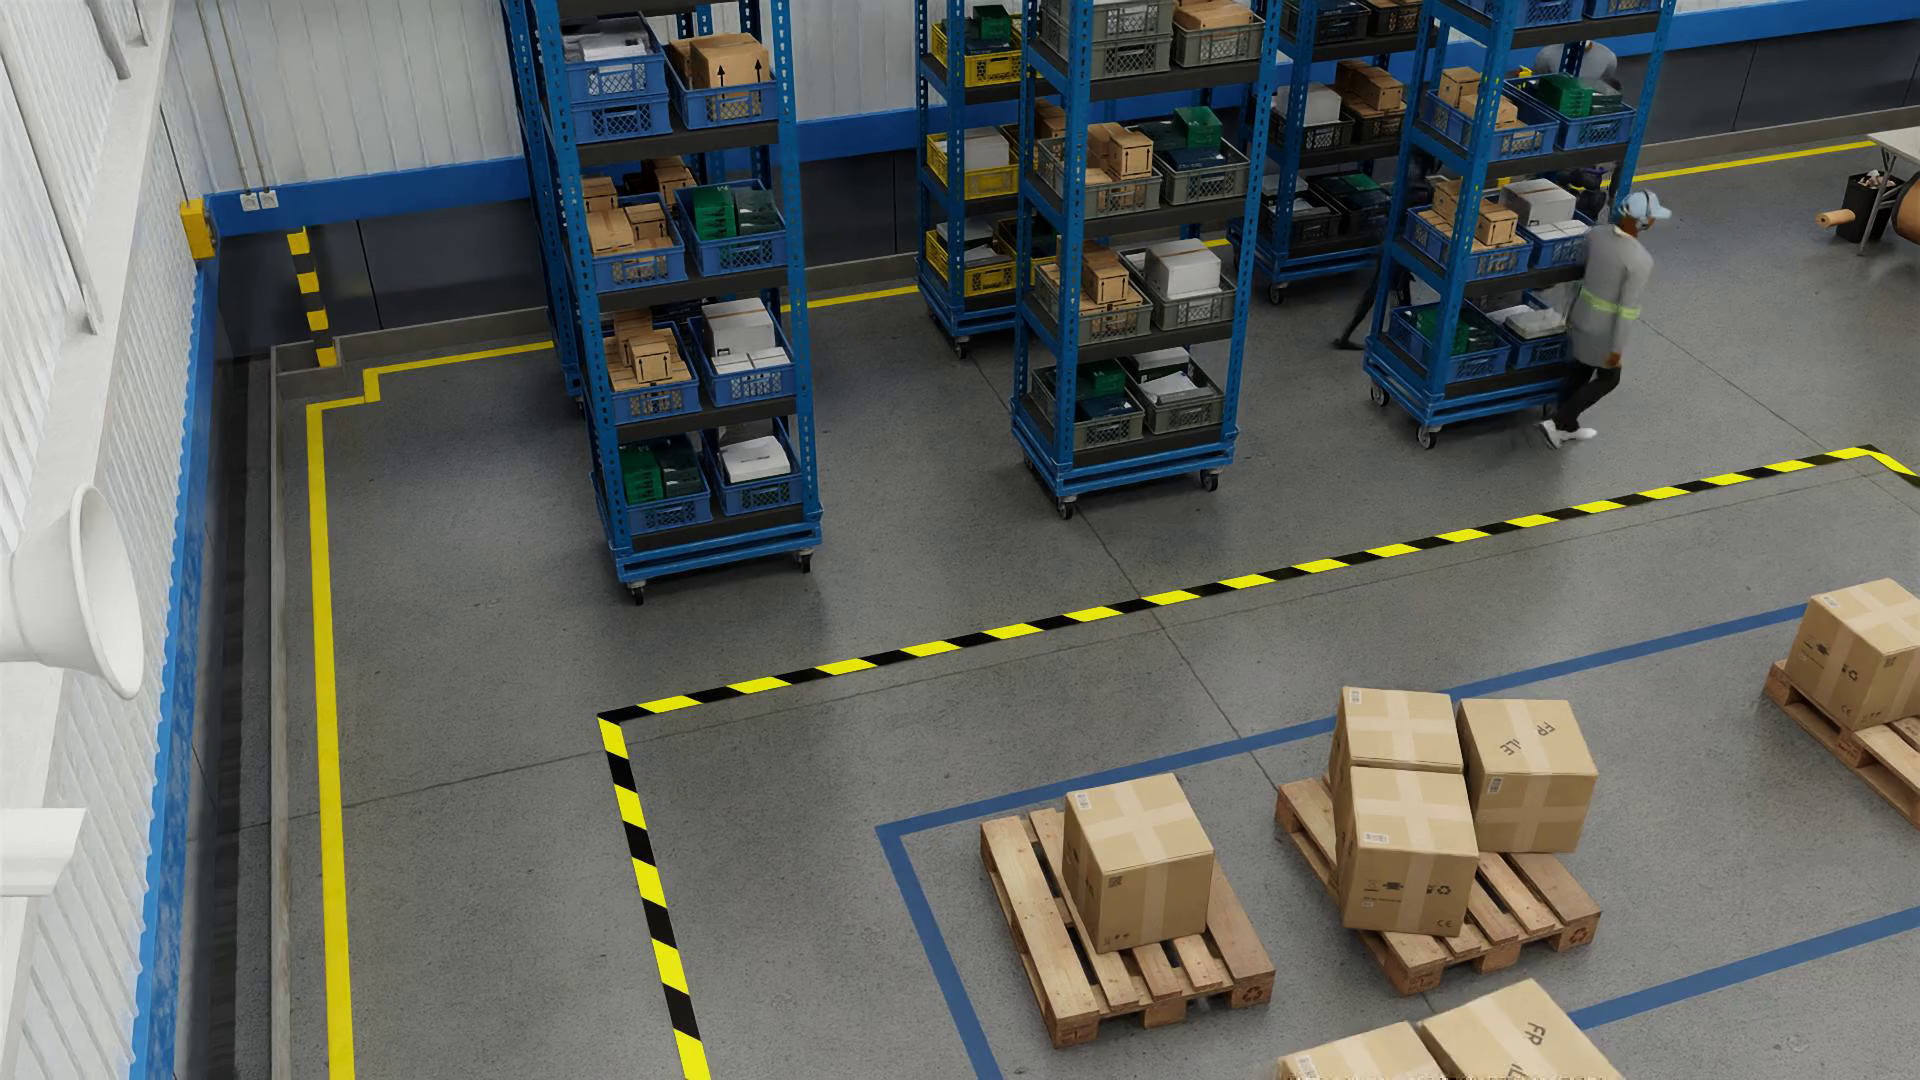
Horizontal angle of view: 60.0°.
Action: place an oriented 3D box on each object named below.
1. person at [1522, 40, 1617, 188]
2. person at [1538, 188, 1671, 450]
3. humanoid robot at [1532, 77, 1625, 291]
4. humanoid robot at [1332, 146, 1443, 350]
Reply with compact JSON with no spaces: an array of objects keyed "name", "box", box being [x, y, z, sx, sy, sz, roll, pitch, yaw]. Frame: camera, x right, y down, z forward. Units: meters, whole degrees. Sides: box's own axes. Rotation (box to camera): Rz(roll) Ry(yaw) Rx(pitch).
[{"name":"person","box":[4.791,-3.270,13.244,0.632,1.937,0.353,4,35,5]},{"name":"person","box":[4.096,-1.382,10.655,0.571,1.834,0.615,-10,37,-14]},{"name":"humanoid robot","box":[4.768,-2.718,12.734,0.763,1.620,0.610,-30,45,-35]},{"name":"humanoid robot","box":[3.120,-2.052,11.780,0.778,1.623,0.601,3,35,4]}]
